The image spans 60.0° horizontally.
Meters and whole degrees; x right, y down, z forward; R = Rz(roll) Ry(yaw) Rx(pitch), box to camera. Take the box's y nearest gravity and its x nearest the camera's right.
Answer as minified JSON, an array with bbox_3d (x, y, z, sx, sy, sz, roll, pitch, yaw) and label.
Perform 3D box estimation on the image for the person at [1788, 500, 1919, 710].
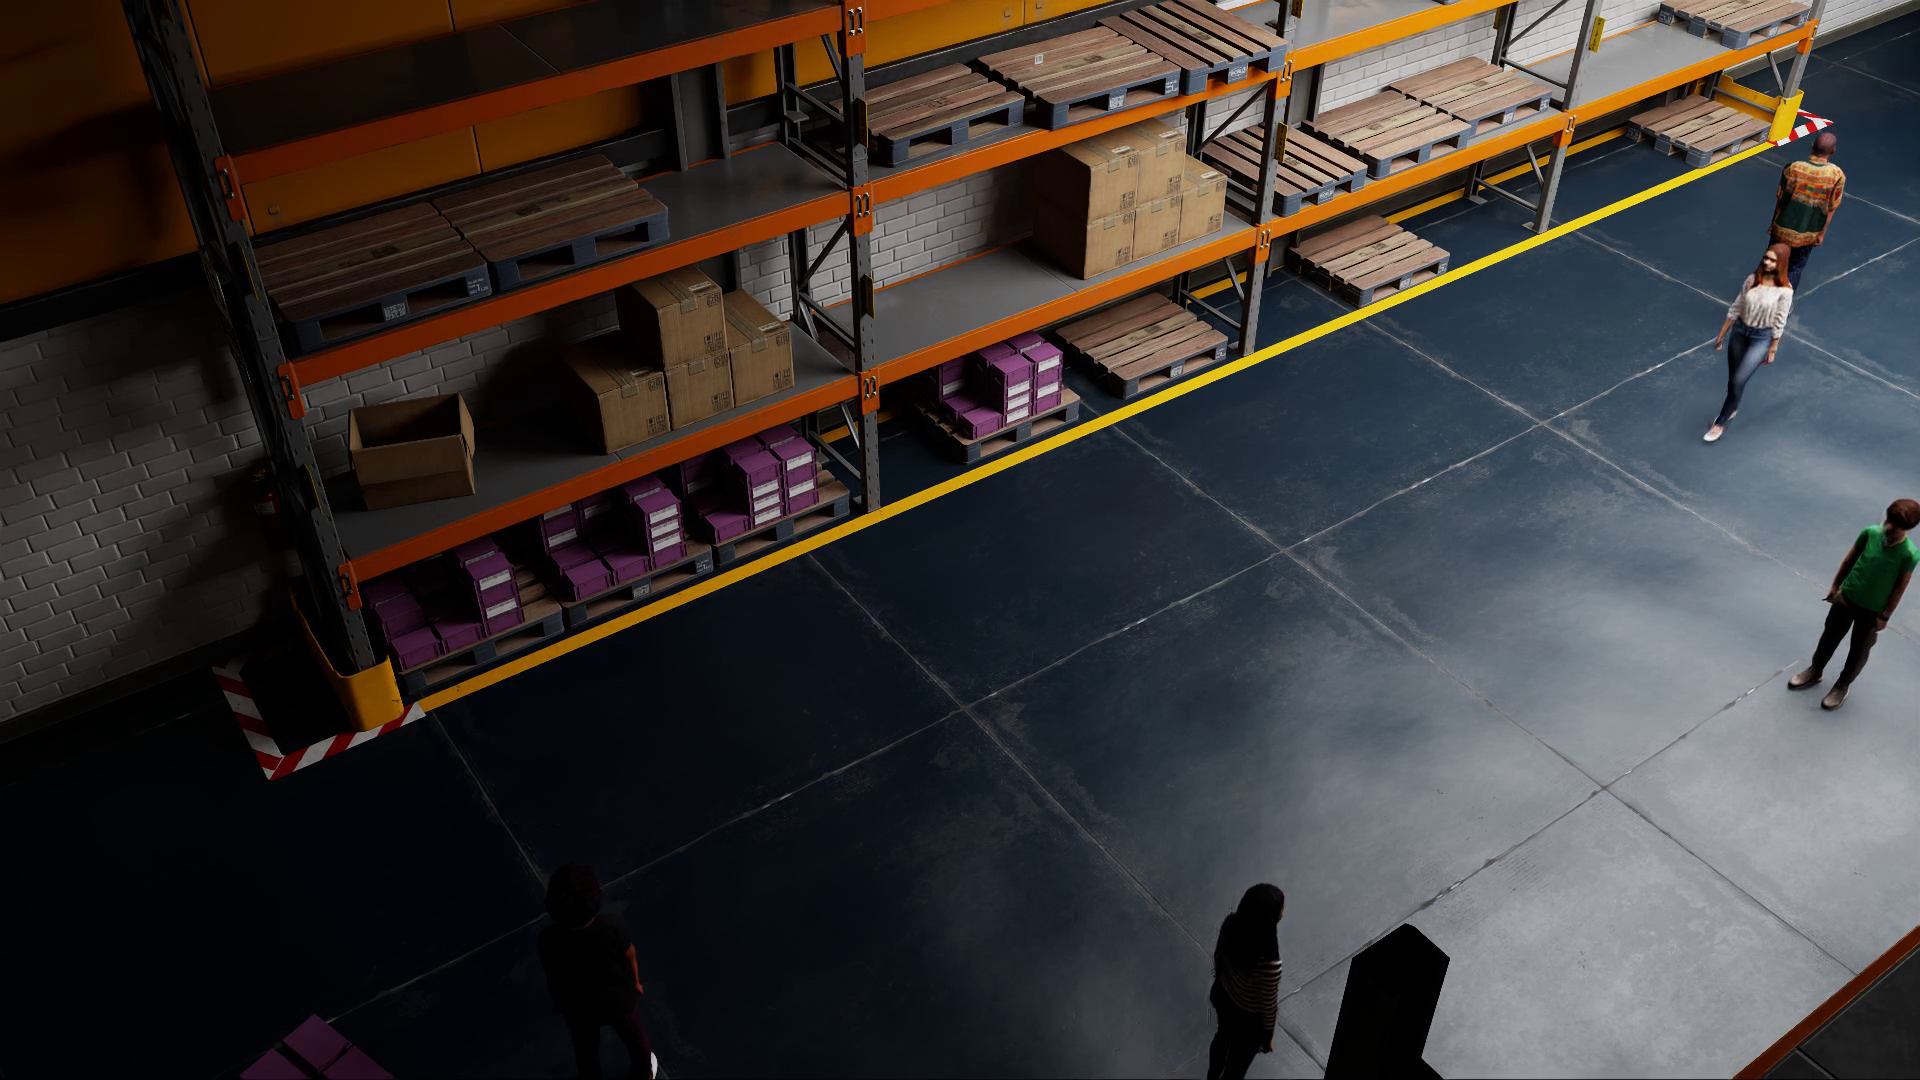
[{"bbox_3d":[6.012,0.395,11.057,0.504,1.650,0.566,-23,44,-26],"label":"person"}]

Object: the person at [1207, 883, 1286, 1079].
[{"bbox_3d":[1.399,2.394,8.444,0.565,1.786,0.629,-16,41,-19],"label":"person"}]

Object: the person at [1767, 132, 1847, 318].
[{"bbox_3d":[7.527,-2.815,14.949,0.806,1.808,0.816,19,42,22],"label":"person"}]

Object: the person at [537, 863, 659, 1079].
[{"bbox_3d":[-1.869,2.313,8.548,0.611,1.784,0.751,-11,40,-14],"label":"person"}]

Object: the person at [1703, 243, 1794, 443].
[{"bbox_3d":[6.507,-1.660,13.580,0.807,1.712,0.592,-23,44,-26],"label":"person"}]
